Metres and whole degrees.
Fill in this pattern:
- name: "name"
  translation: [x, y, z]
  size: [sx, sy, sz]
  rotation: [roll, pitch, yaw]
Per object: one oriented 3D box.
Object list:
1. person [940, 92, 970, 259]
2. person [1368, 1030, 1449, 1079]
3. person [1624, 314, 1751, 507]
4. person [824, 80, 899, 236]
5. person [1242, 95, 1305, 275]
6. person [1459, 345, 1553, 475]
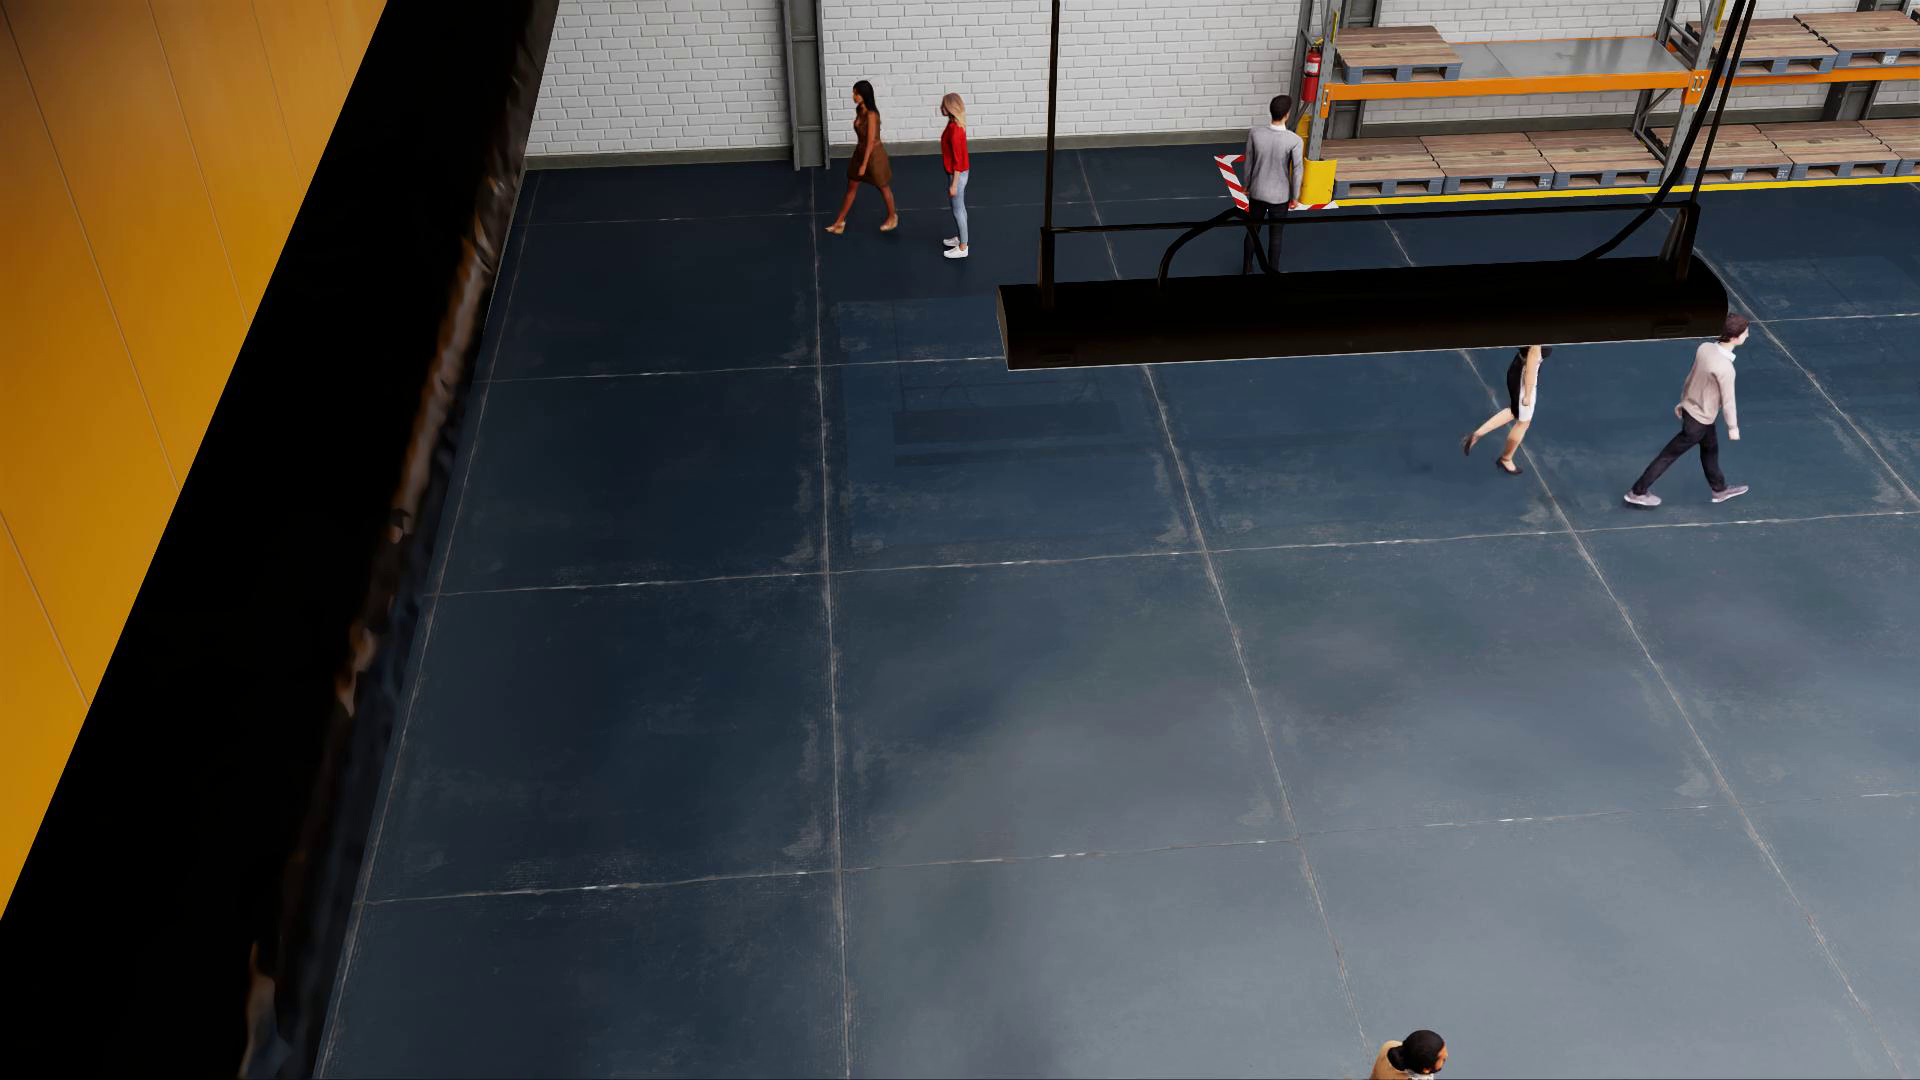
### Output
- name: "person"
  translation: [-0.039, -3.608, 16.475]
  size: [0.526, 1.703, 0.635]
  rotation: [0, 39, 0]
- name: "person"
  translation: [2.056, 2.998, 8.178]
  size: [1.148, 1.733, 0.747]
  rotation: [-7, 39, -8]
- name: "person"
  translation: [5.740, -0.949, 13.106]
  size: [1.230, 1.752, 0.756]
  rotation: [2, 39, 3]
- name: "person"
  translation: [-0.828, -3.843, 16.809]
  size: [1.087, 1.652, 0.859]
  rotation: [-21, 43, -25]
- name: "person"
  translation: [2.975, -3.357, 15.984]
  size: [0.790, 1.922, 0.892]
  rotation: [20, 43, 23]
- name: "person"
  translation: [4.470, -1.257, 13.469]
  size: [0.856, 1.780, 0.680]
  rotation: [3, 39, 4]
